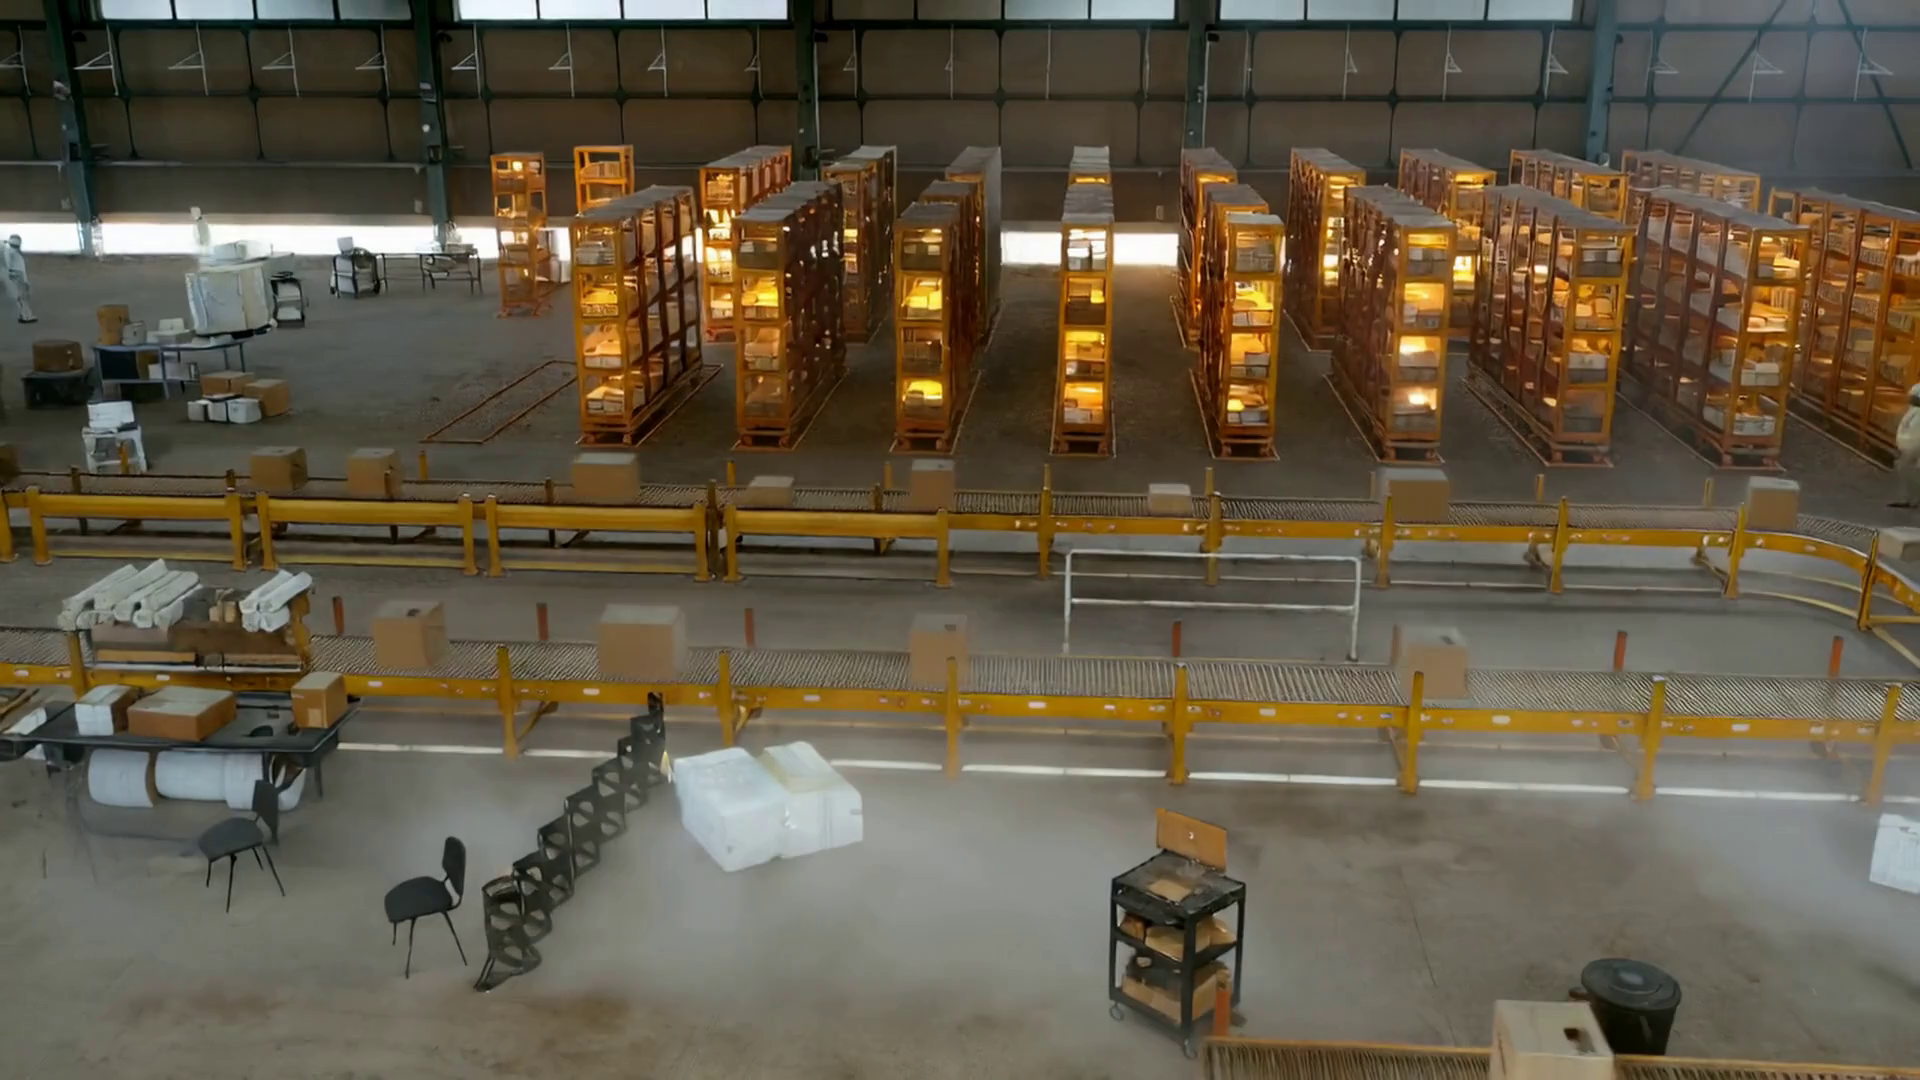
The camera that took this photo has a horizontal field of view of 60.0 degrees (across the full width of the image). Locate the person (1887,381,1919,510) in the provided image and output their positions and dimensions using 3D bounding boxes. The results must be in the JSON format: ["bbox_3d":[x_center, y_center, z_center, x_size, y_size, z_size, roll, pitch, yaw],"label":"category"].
[{"bbox_3d":[13.000,-1.266,22.593,0.493,1.822,0.592,5,18,16],"label":"person"}]

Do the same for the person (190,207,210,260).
[{"bbox_3d":[-19.577,-7.662,42.891,0.438,1.830,0.627,-9,20,-27],"label":"person"}]

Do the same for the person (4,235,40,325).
[{"bbox_3d":[-20.610,-5.697,36.451,0.604,1.947,0.387,11,20,30],"label":"person"}]

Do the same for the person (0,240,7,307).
[{"bbox_3d":[-22.310,-6.294,38.313,0.650,1.961,0.536,-8,19,-24],"label":"person"}]
